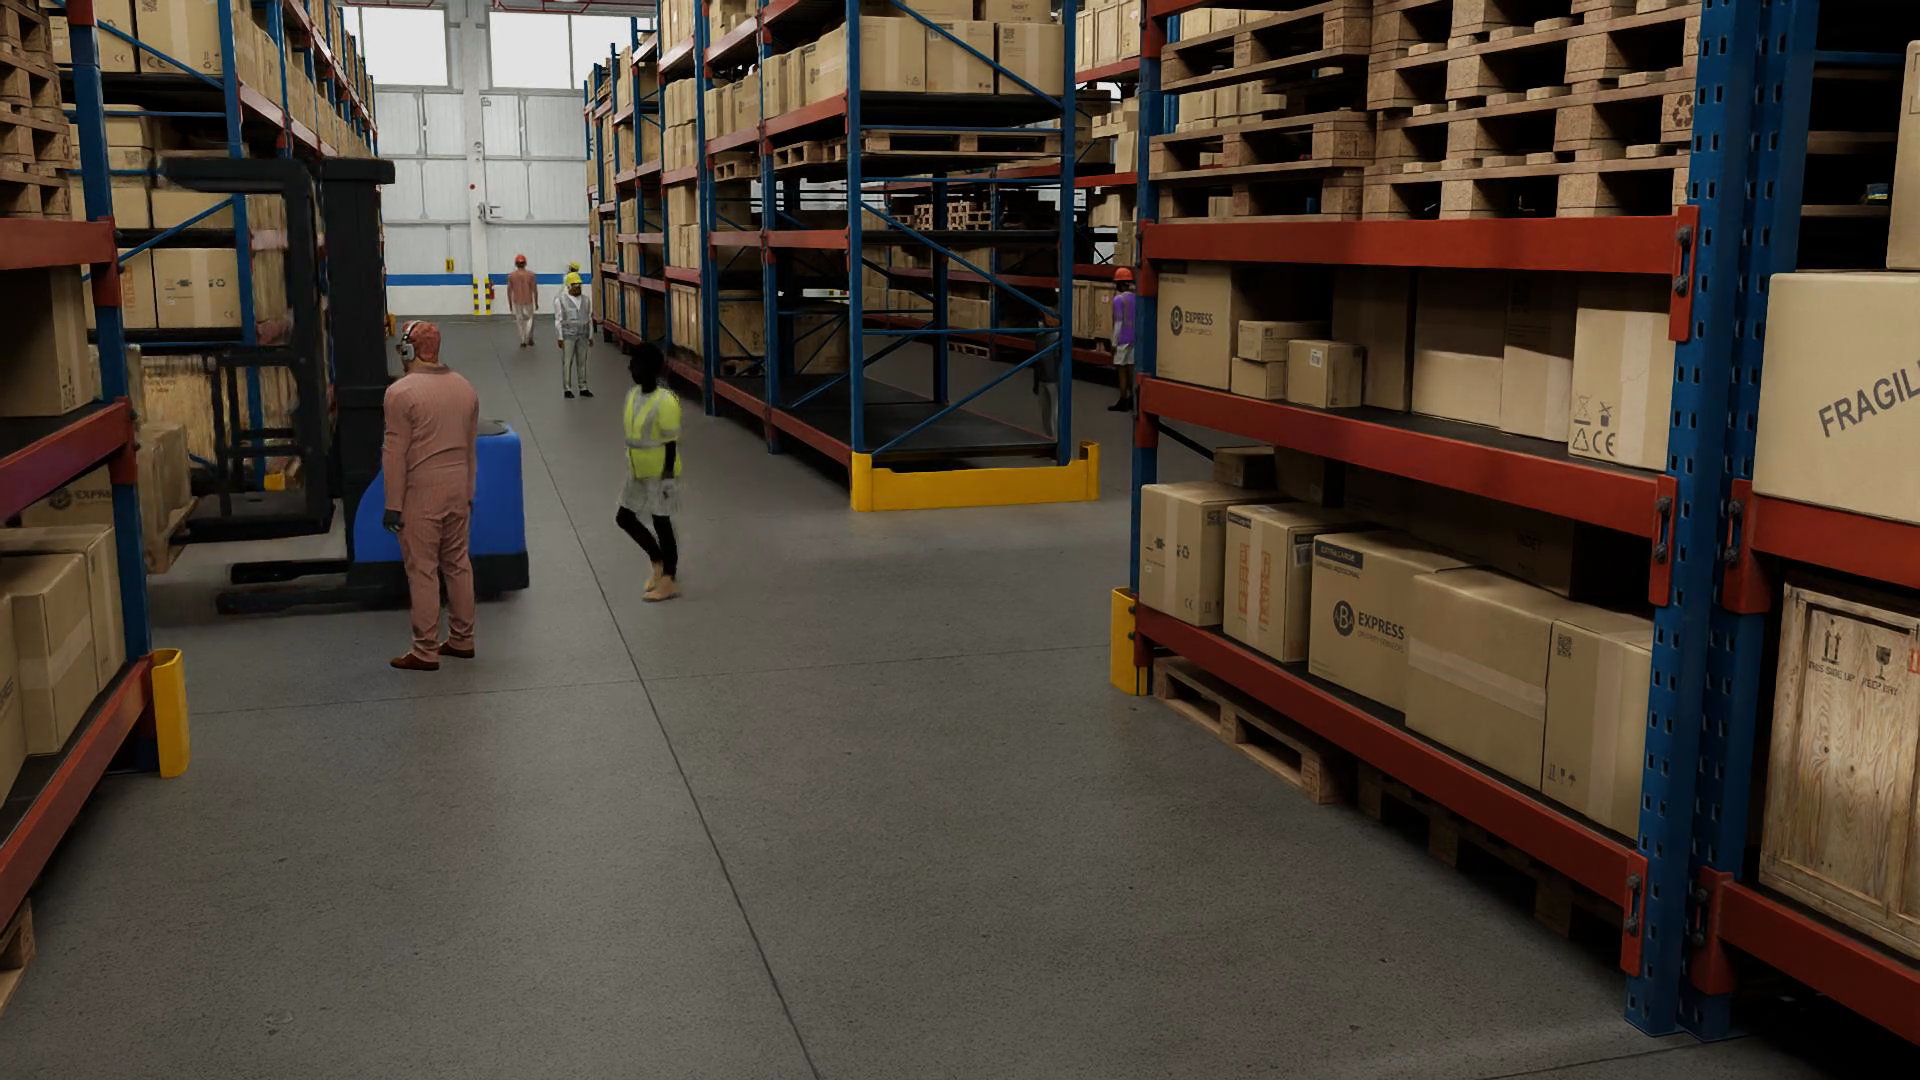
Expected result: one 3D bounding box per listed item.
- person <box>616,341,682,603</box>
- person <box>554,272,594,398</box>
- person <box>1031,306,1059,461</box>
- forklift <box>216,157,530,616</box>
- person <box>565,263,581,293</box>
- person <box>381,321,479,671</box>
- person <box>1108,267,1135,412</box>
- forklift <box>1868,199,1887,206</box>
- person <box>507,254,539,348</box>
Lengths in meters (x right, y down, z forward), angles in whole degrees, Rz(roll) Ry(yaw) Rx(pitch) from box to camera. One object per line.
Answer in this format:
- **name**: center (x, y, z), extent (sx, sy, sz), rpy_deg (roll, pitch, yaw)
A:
- **person**: center (-1.990, -0.431, 10.684), extent (0.368, 1.683, 0.546), rpy_deg (-10, 14, -42)
- **person**: center (-5.635, -2.997, 24.360), extent (0.595, 1.837, 0.404), rpy_deg (-9, 14, -42)
- **person**: center (0.943, -1.648, 17.558), extent (0.289, 1.627, 0.498), rpy_deg (-7, 12, -33)
- **forklift**: center (-3.837, -1.036, 10.746), extent (1.873, 2.768, 1.129), rpy_deg (-3, 11, -18)
- **person**: center (-9.580, -5.982, 41.083), extent (0.633, 1.705, 0.871), rpy_deg (7, 13, 35)
- **person**: center (-2.914, -0.245, 9.112), extent (0.400, 1.901, 0.643), rpy_deg (5, 11, 24)
- **person**: center (2.198, -2.701, 22.466), extent (0.375, 1.935, 0.551), rpy_deg (8, 13, 38)
- **forklift**: center (11.338, -2.915, 21.052), extent (1.129, 2.768, 1.873), rpy_deg (-3, 11, -17)
- **person**: center (-9.322, -5.101, 35.524), extent (0.654, 1.964, 0.837), rpy_deg (-2, 10, -8)
